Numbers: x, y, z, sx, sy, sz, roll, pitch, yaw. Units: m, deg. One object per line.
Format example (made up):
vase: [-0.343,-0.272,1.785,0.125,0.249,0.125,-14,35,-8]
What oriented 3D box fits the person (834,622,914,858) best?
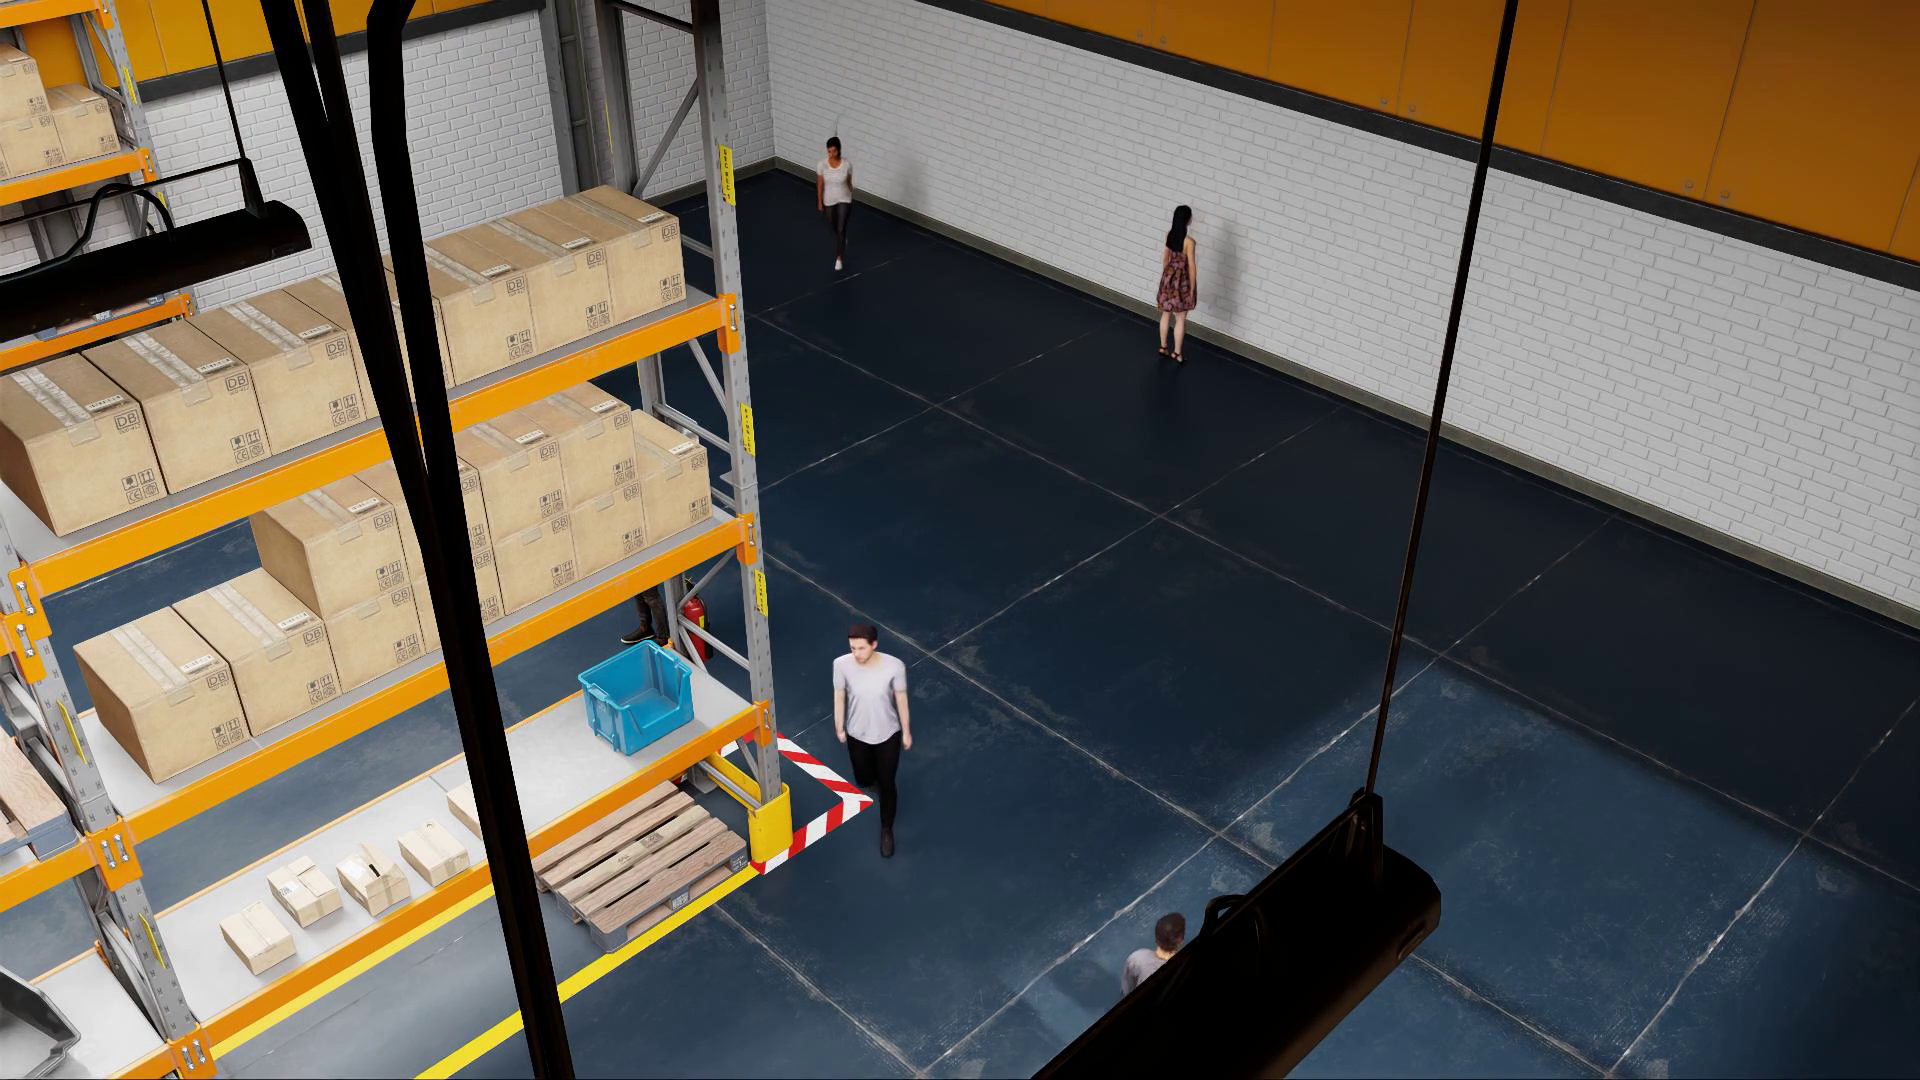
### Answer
person: [-0.598,1.295,11.601,1.061,1.835,1.132,0,34,0]

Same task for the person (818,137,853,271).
person: [-1.452,-4.070,19.881,0.969,1.603,1.049,1,34,1]

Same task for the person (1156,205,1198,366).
person: [2.318,-2.709,17.680,0.665,1.774,0.663,-26,42,-34]

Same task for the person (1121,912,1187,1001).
person: [1.085,2.851,9.366,0.835,1.717,1.172,18,37,25]
